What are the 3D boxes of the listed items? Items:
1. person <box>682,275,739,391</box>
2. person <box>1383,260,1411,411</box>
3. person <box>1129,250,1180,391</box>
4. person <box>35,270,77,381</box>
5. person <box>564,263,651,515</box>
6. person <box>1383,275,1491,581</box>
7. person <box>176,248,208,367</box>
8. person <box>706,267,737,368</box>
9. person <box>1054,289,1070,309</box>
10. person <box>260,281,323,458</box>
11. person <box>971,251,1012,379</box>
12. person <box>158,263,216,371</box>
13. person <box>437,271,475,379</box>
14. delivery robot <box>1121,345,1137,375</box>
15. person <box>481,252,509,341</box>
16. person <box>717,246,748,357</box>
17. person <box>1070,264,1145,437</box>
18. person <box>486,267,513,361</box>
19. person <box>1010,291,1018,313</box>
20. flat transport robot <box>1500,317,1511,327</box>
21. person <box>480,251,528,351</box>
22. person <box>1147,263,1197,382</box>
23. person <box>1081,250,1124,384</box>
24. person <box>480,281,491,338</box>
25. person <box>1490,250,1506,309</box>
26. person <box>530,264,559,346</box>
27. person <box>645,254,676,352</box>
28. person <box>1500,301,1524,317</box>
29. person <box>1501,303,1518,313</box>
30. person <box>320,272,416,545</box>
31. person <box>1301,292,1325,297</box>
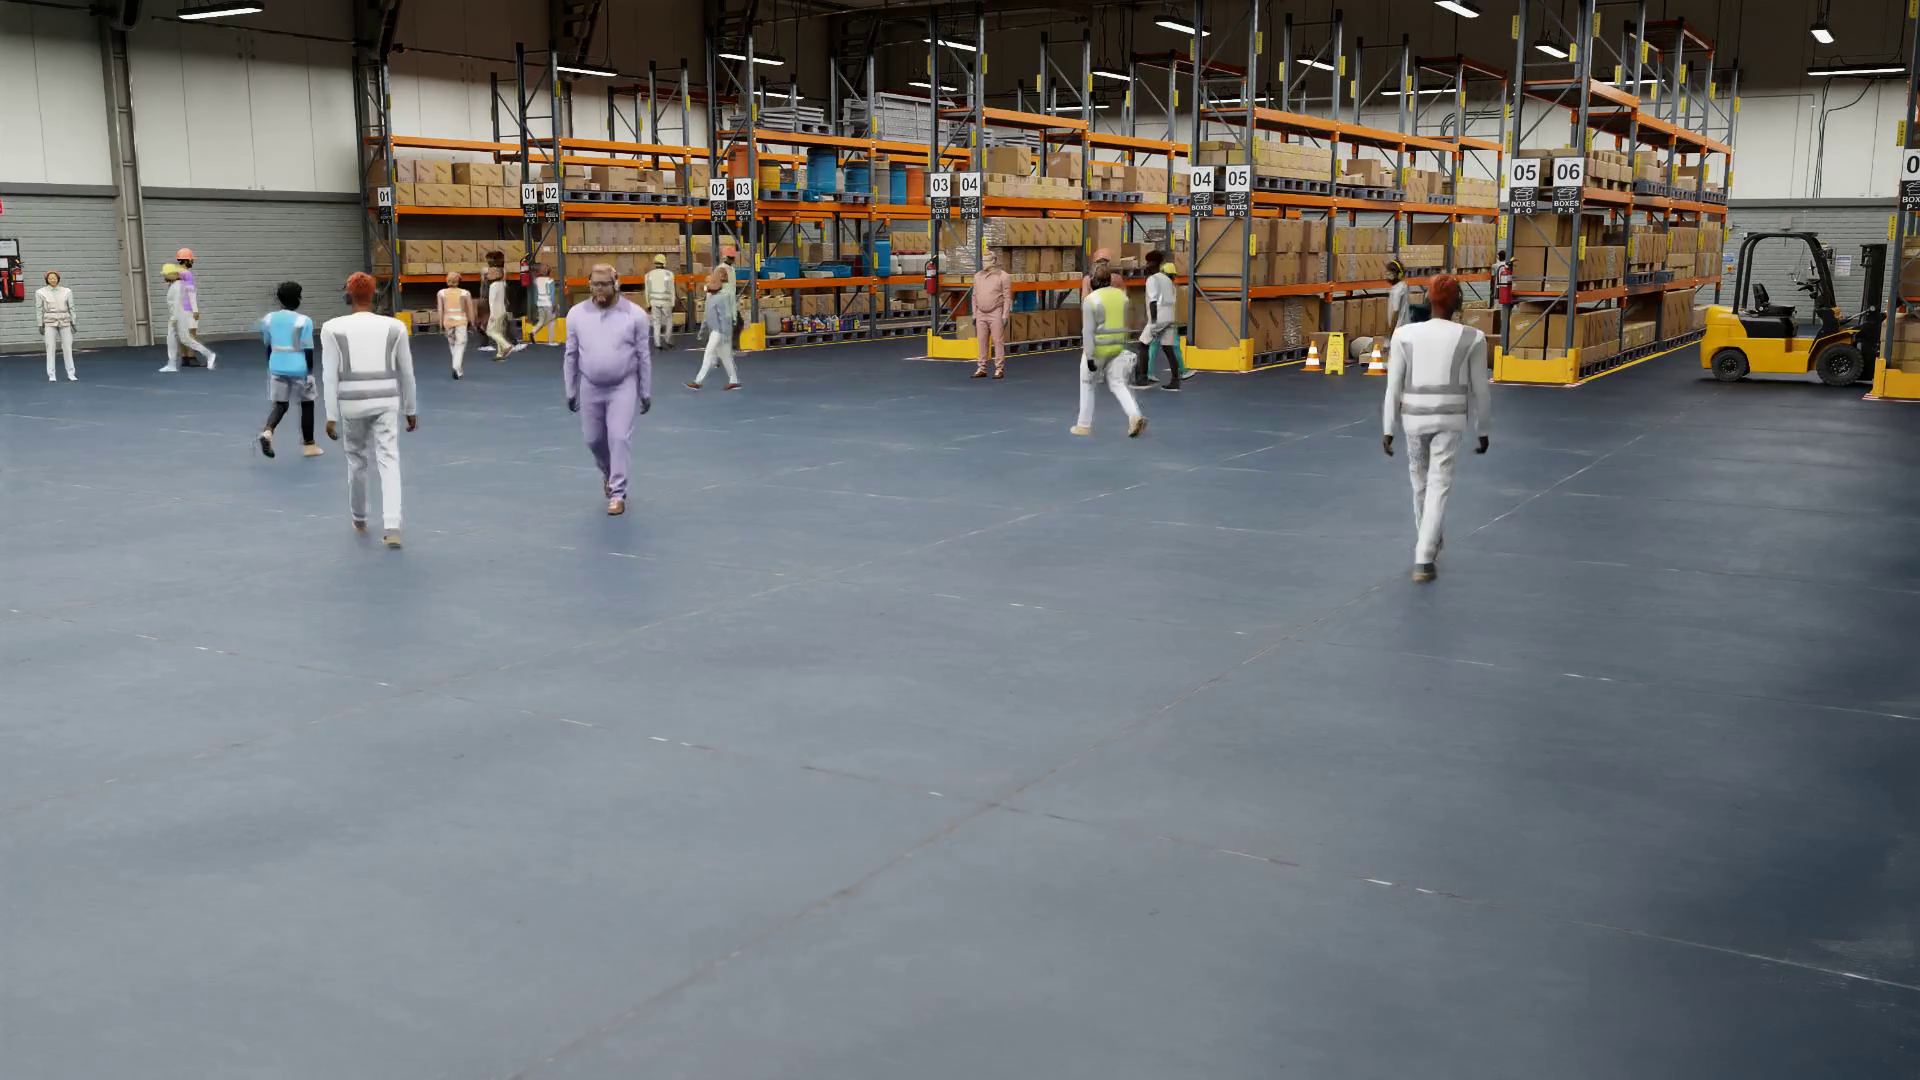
[{"bbox_3d":[-3.424,-2.835,22.836,0.872,1.587,0.509,-5,11,-25],"label":"person"},{"bbox_3d":[5.314,-2.487,20.234,0.338,1.832,0.676,4,11,22],"label":"person"},{"bbox_3d":[2.689,-3.005,22.874,0.819,1.918,0.624,8,13,37],"label":"person"},{"bbox_3d":[-13.294,-3.149,24.475,0.512,1.635,0.312,-9,13,-40],"label":"person"},{"bbox_3d":[-2.673,-1.165,12.678,0.651,1.883,0.813,0,10,0],"label":"person"},{"bbox_3d":[2.942,-0.702,10.220,0.598,1.824,0.998,6,12,28],"label":"person"},{"bbox_3d":[-12.625,-3.793,27.225,0.545,1.939,0.354,8,13,39],"label":"person"},{"bbox_3d":[-3.854,-3.594,26.961,0.500,1.633,0.285,1,10,7],"label":"person"},{"bbox_3d":[2.853,-7.329,46.779,0.466,2.027,0.617,6,12,31],"label":"person"},{"bbox_3d":[-6.282,-1.577,15.534,0.535,1.675,0.655,2,10,10],"label":"person"},{"bbox_3d":[0.448,-3.373,24.966,0.642,1.905,0.399,6,12,31],"label":"person"},{"bbox_3d":[-12.341,-3.535,26.411,0.773,1.707,0.501,-7,12,-36],"label":"person"},{"bbox_3d":[-7.565,-3.221,24.941,0.524,1.608,0.780,0,10,-1],"label":"person"},{"bbox_3d":[2.359,-2.586,24.071,0.477,0.478,0.707,2,10,12],"label":"delivery robot"},{"bbox_3d":[-9.624,-5.036,34.446,0.551,1.844,0.421,-1,10,-5],"label":"person"},{"bbox_3d":[-4.040,-4.188,29.330,0.715,1.968,0.657,4,11,20],"label":"person"},{"bbox_3d":[1.546,-1.971,17.392,0.629,1.812,0.861,-7,12,-35],"label":"person"},{"bbox_3d":[-7.944,-3.873,28.563,0.398,1.617,0.517,1,10,4],"label":"person"},{"bbox_3d":[0.891,-4.983,34.629,0.557,1.671,0.693,5,11,25],"label":"person"},{"bbox_3d":[13.224,-5.293,40.291,0.652,0.197,1.431,-2,10,-10],"label":"flat transport robot"},{"bbox_3d":[-8.623,-4.473,31.232,0.995,1.863,0.610,1,10,6],"label":"person"},{"bbox_3d":[3.063,-3.175,24.308,0.883,1.722,0.536,-6,12,-30],"label":"person"},{"bbox_3d":[2.089,-3.247,24.201,0.629,1.927,1.086,1,10,8],"label":"person"},{"bbox_3d":[-9.967,-5.172,35.526,0.575,1.724,0.471,5,11,24],"label":"person"},{"bbox_3d":[12.854,-5.945,39.508,0.509,1.860,0.334,3,11,17],"label":"person"},{"bbox_3d":[-8.165,-4.597,32.613,0.526,1.616,0.579,6,12,29],"label":"person"},{"bbox_3d":[-5.588,-4.453,31.257,0.617,1.808,0.680,2,10,10],"label":"person"},{"bbox_3d":[13.902,-6.449,41.813,1.016,2.000,0.695,9,14,41],"label":"person"},{"bbox_3d":[14.317,-6.572,42.823,0.757,1.919,0.660,5,11,25],"label":"person"},{"bbox_3d":[-4.002,-0.896,11.307,0.604,1.831,1.012,-5,11,-26],"label":"person"},{"bbox_3d":[8.127,-5.735,37.978,0.634,1.983,1.068,4,11,21],"label":"person"}]
